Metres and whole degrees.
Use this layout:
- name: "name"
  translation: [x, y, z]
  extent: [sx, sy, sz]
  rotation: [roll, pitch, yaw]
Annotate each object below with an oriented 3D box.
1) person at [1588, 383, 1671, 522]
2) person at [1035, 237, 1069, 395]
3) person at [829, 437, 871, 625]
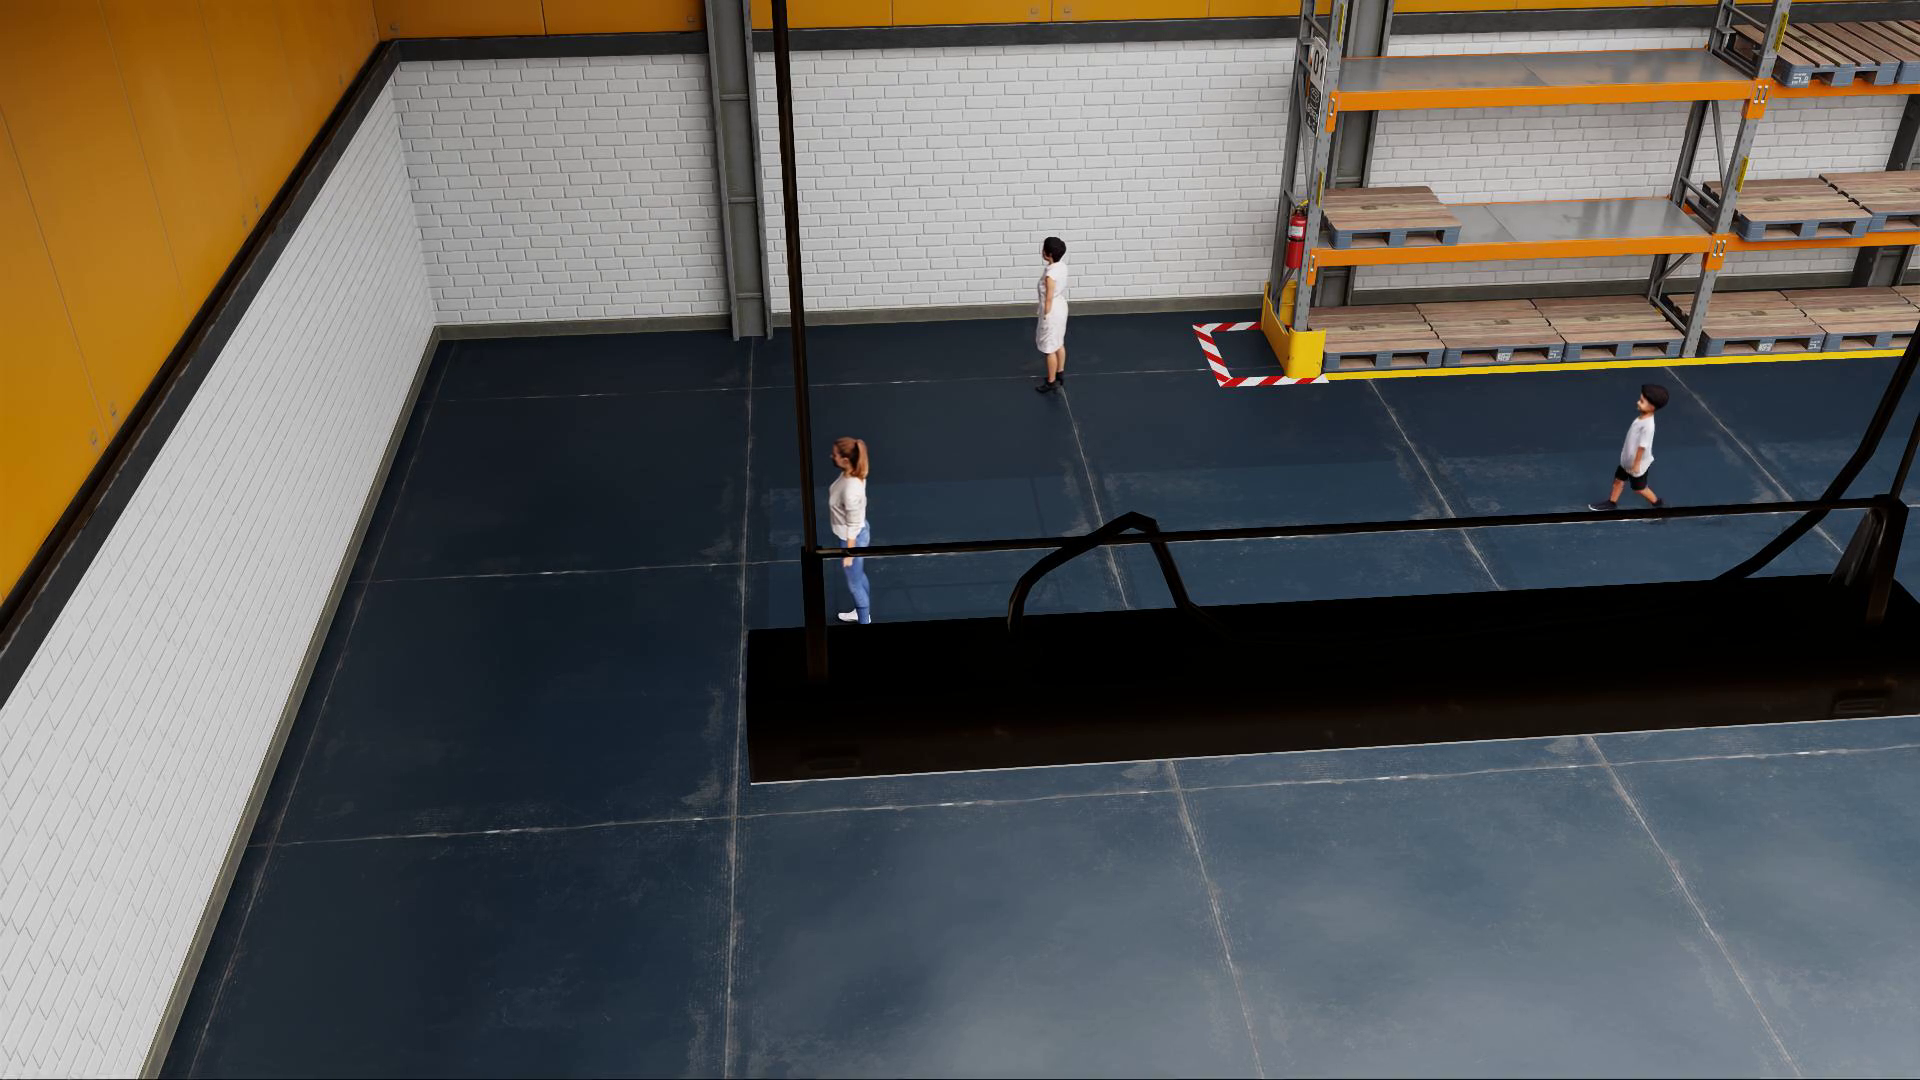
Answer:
- name: "person"
  translation: [5.671, -0.704, 13.771]
  extent: [0.877, 1.244, 0.628]
  rotation: [7, 34, 10]
- name: "person"
  translation: [0.877, -2.113, 15.612]
  extent: [0.643, 1.552, 0.635]
  rotation: [11, 35, 16]
- name: "person"
  translation: [-0.792, -0.007, 12.293]
  extent: [0.532, 1.719, 0.619]
  rotation: [0, 34, -1]
